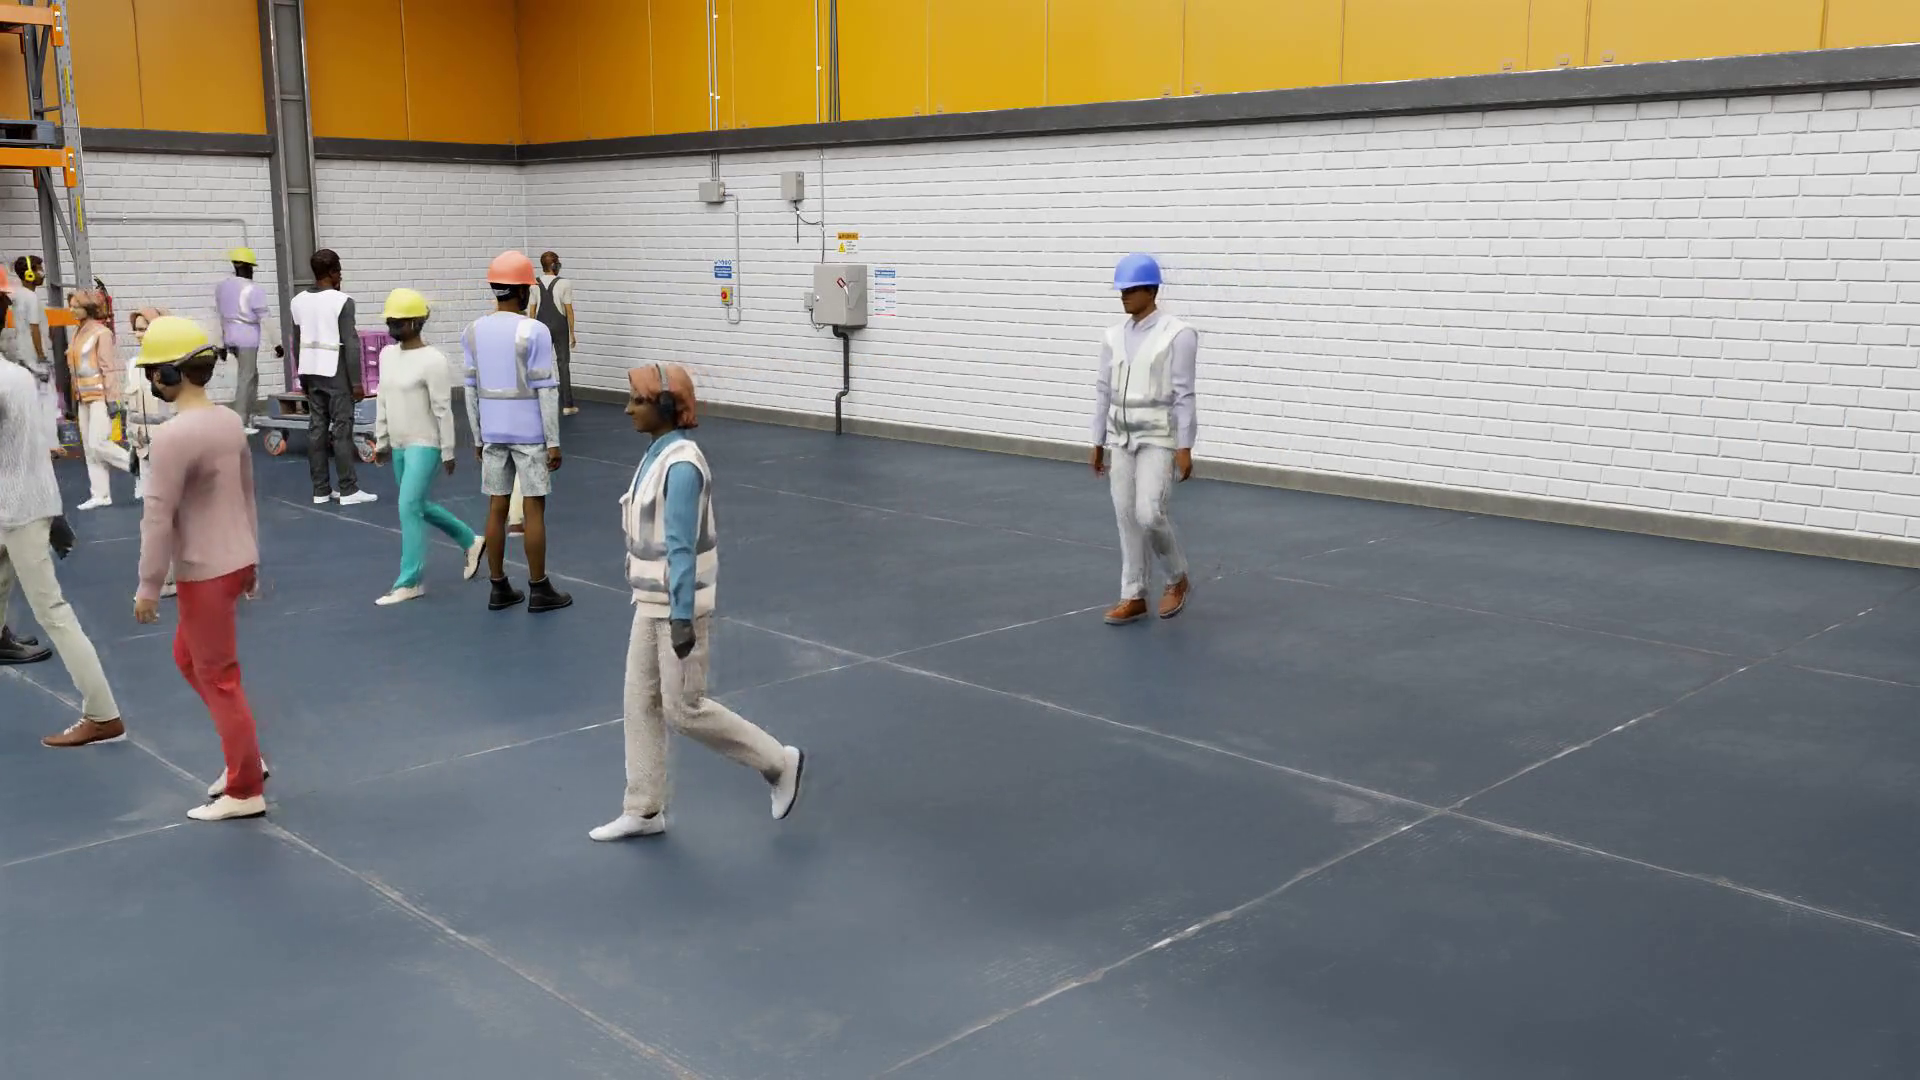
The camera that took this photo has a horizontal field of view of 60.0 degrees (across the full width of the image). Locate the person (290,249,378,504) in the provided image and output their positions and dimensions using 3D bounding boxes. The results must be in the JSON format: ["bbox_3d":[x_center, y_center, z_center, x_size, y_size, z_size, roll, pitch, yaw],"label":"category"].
[{"bbox_3d":[-4.760,-1.222,12.542,0.590,1.920,0.399,5,11,24],"label":"person"}]

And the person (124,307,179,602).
[{"bbox_3d":[-4.354,-0.457,9.131,0.519,1.640,0.307,4,11,21],"label":"person"}]

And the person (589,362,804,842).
[{"bbox_3d":[-0.895,0.212,5.528,0.658,1.616,0.523,-4,11,-22],"label":"person"}]

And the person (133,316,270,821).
[{"bbox_3d":[-2.599,0.114,5.715,0.397,1.749,0.537,0,10,-1],"label":"person"}]

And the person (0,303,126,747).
[{"bbox_3d":[-3.787,-0.054,6.447,0.938,1.816,0.538,-4,11,-19],"label":"person"}]

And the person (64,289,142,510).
[{"bbox_3d":[-6.349,-1.041,12.340,0.514,1.631,0.443,8,13,38],"label":"person"}]

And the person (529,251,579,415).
[{"bbox_3d":[-4.587,-2.320,18.740,0.506,1.842,0.350,1,10,5],"label":"person"}]

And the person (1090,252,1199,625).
[{"bbox_3d":[0.936,-0.509,8.603,0.428,1.935,0.647,-9,14,-41],"label":"person"}]

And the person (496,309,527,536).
[{"bbox_3d":[-3.031,-0.856,11.450,0.514,1.587,0.828,1,10,6],"label":"person"}]

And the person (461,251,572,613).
[{"bbox_3d":[-2.378,-0.572,8.945,0.551,1.937,0.357,4,11,19],"label":"person"}]

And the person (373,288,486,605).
[{"bbox_3d":[-3.010,-0.548,9.361,0.522,1.743,0.784,8,13,37],"label":"person"}]

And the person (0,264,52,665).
[{"bbox_3d":[-4.586,-0.378,7.890,0.375,1.935,0.551,-8,13,-37],"label":"person"}]

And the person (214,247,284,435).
[{"bbox_3d":[-7.230,-2.027,16.991,0.587,1.892,0.760,5,12,26],"label":"person"}]

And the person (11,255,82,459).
[{"bbox_3d":[-8.361,-1.619,14.924,0.649,1.844,0.516,-9,14,-40],"label":"person"}]
